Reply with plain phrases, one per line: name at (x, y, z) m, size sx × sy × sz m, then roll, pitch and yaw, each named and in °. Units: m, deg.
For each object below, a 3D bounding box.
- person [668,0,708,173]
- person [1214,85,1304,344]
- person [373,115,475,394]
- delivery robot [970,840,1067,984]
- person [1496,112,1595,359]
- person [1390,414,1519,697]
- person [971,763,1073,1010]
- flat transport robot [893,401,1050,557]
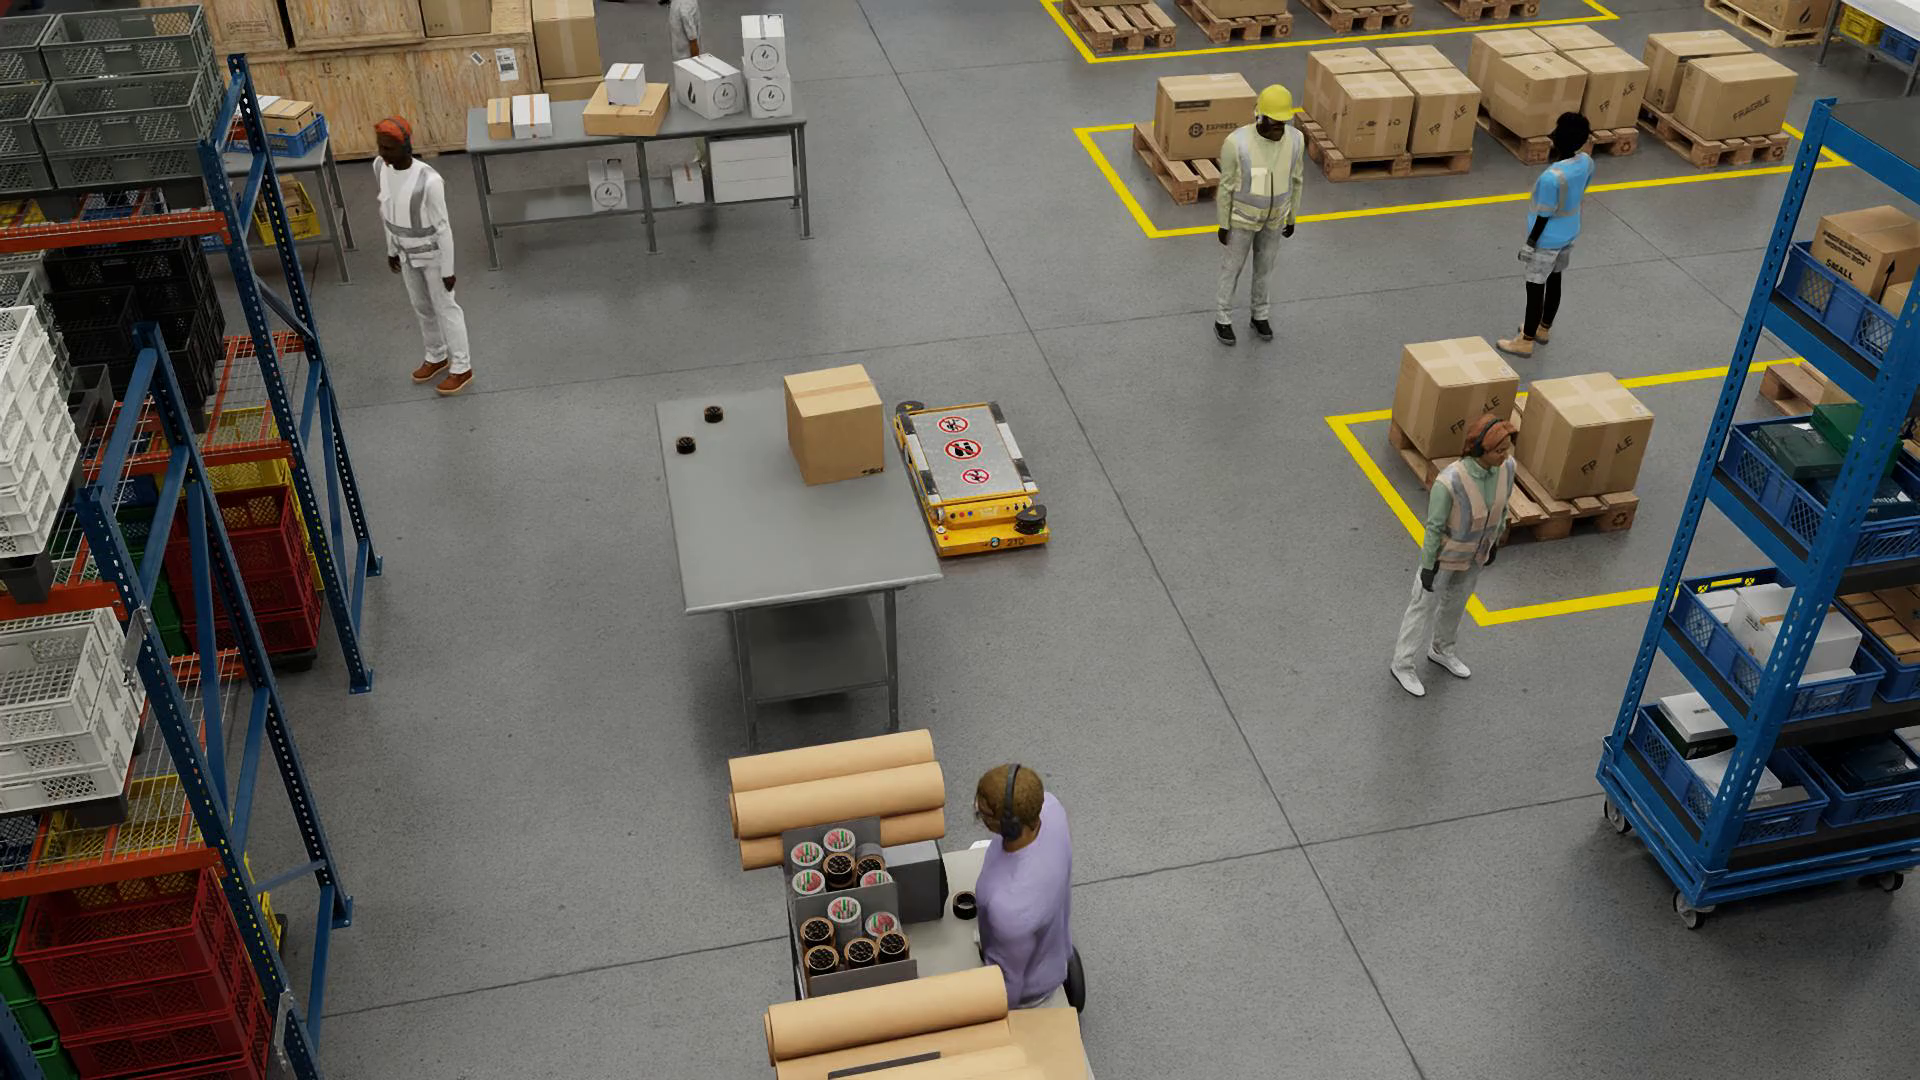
person at (-2.170, -3.718, 13.199) m, size 0.310 × 1.869 × 0.531 m, roll -8°, pitch 37°, yaw -10°
person at (2.003, -2.181, 11.174) m, size 0.589 × 1.825 × 0.403 m, roll -8°, pitch 37°, yaw -11°
person at (-3.443, -1.822, 10.649) m, size 0.580 × 1.878 × 0.345 m, roll 22°, pitch 42°, yaw 27°
delivery robot at (0.234, 1.591, 7.081) m, size 0.477 × 0.478 × 0.707 m, roll -5°, pitch 37°, yaw -6°
person at (3.918, -2.023, 11.061) m, size 0.530 × 1.697 × 0.321 m, roll -30°, pitch 46°, yaw -34°
person at (2.484, 0.075, 8.299) m, size 0.516 × 1.633 × 0.317 m, roll -18°, pitch 40°, yaw -23°
person at (0.219, 1.546, 6.077) m, size 0.371 × 1.929 × 0.629 m, roll 8°, pitch 37°, yaw 11°
flat transport robot at (0.046, -0.430, 10.108) m, size 0.652 × 0.197 × 1.431 m, roll -8°, pitch 37°, yaw -10°
